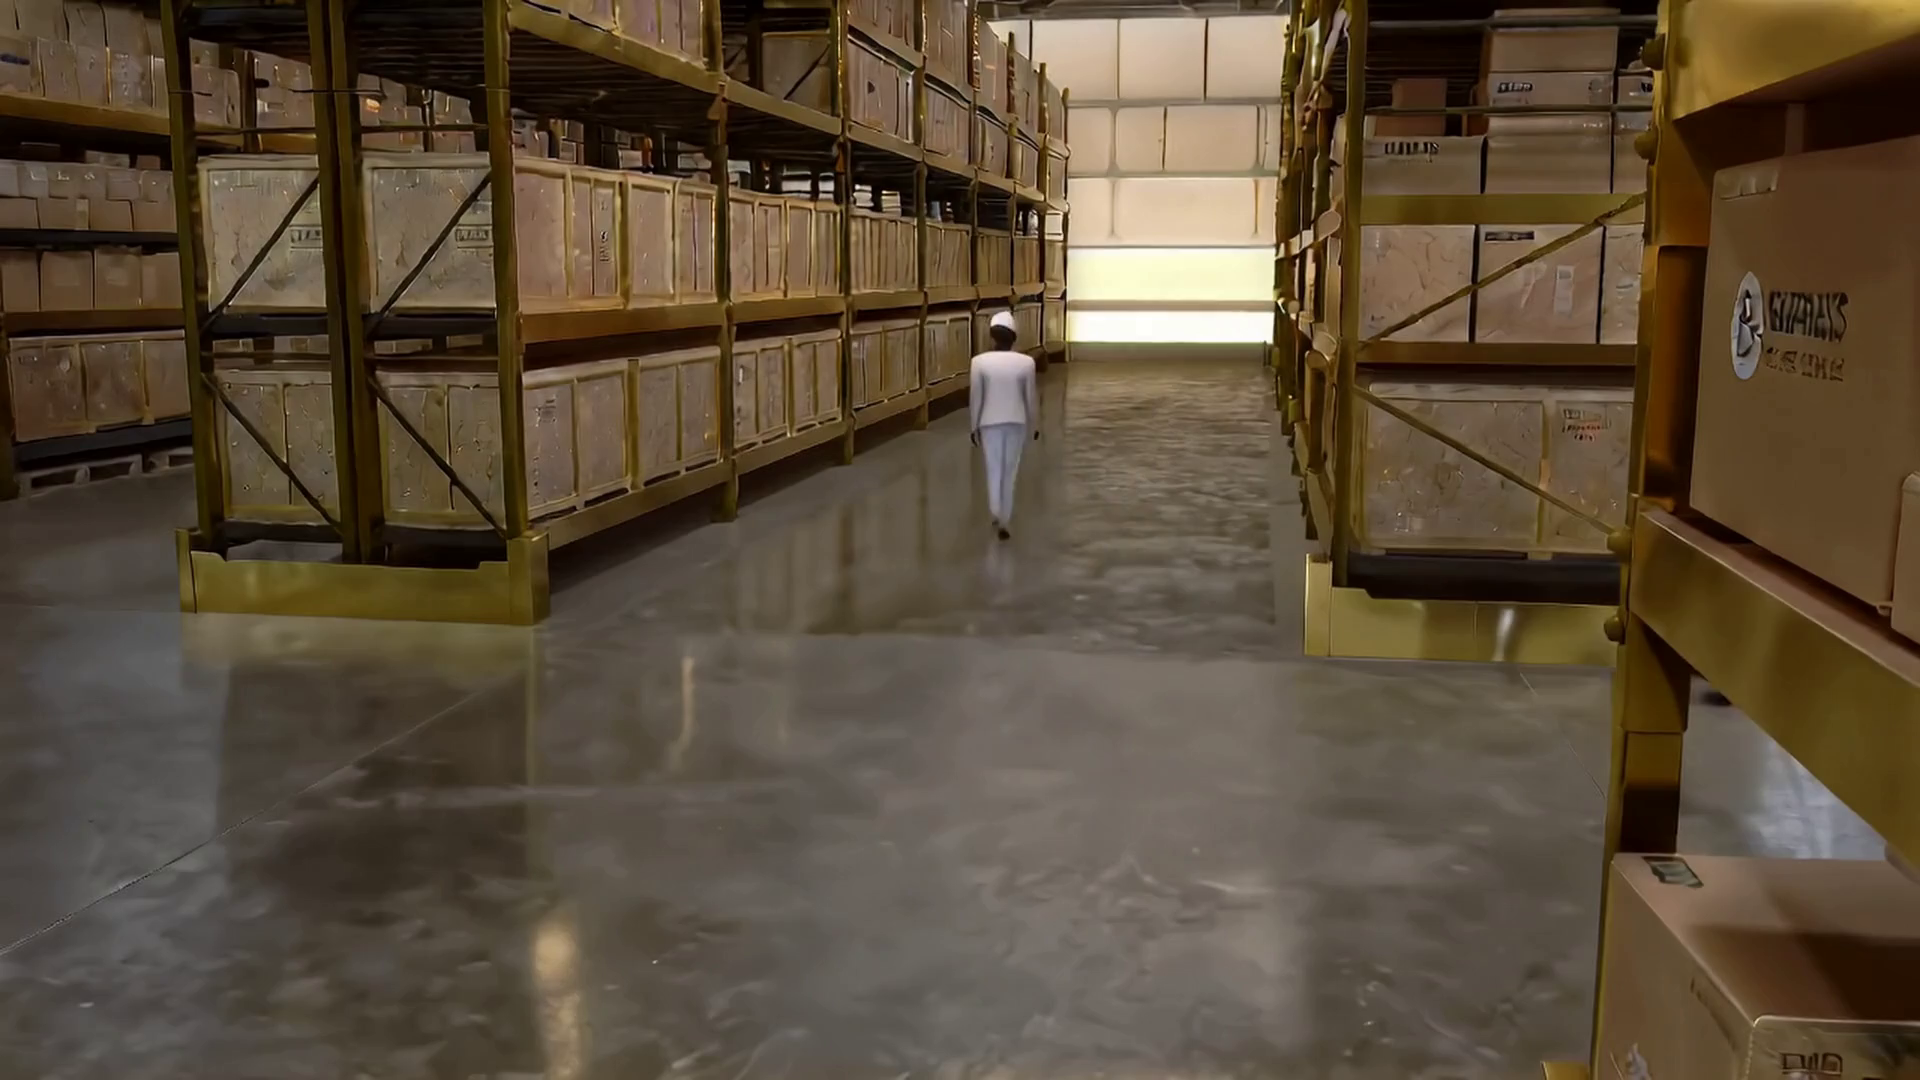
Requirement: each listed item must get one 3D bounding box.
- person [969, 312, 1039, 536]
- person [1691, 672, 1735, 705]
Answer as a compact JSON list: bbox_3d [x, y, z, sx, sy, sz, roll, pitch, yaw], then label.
[{"bbox_3d":[0.338,-0.899,12.888,0.532,1.729,0.925,1,9,8],"label":"person"},{"bbox_3d":[3.430,-0.122,7.702,0.796,1.817,0.606,2,9,11],"label":"person"}]
